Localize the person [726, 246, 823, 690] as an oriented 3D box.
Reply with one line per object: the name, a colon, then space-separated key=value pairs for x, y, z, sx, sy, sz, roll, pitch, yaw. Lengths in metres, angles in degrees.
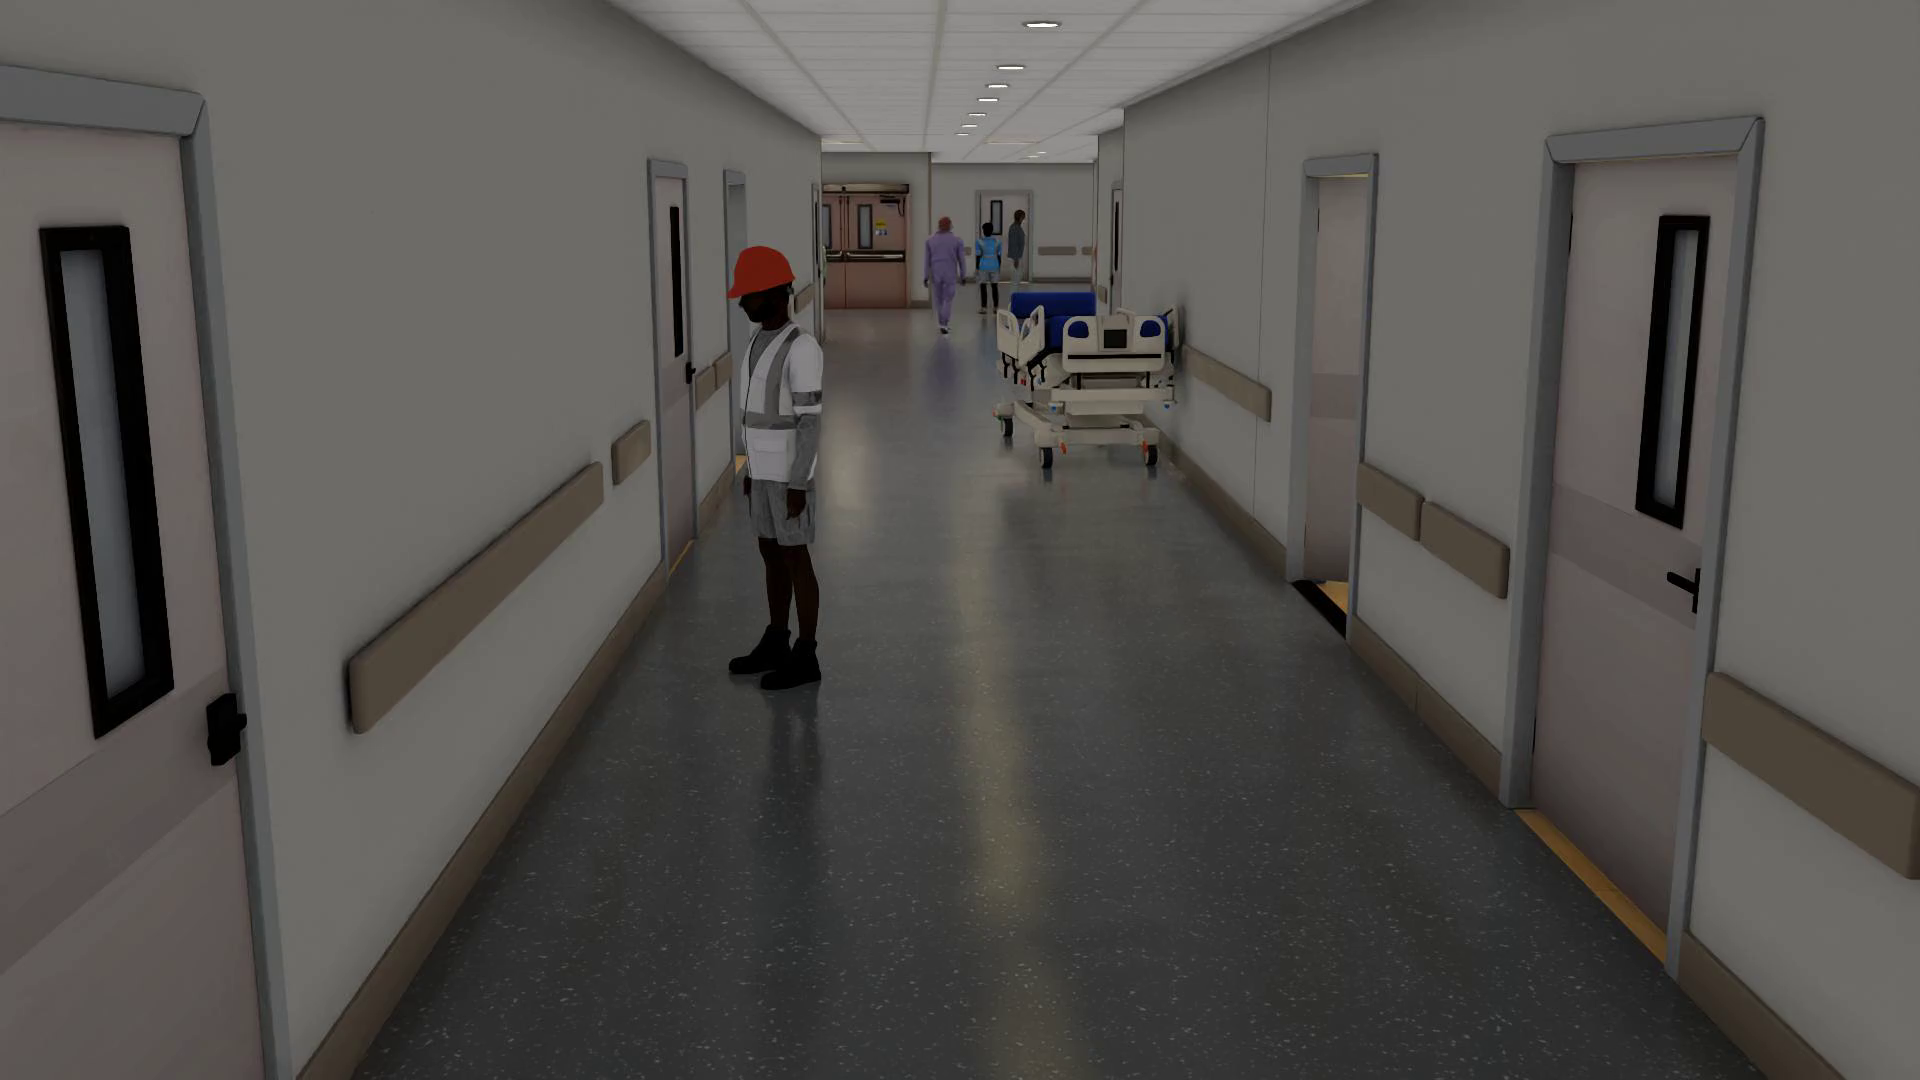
person: x=-0.818 y=-0.309 z=7.283 sx=0.374 sy=1.928 sz=0.542 roll=-7 pitch=14 yaw=-32

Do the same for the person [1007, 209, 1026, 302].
person: x=1.124 y=-5.514 z=32.653 sx=0.386 sy=1.928 sz=0.641 roll=2 pitch=12 yaw=9

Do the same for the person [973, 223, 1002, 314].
person: x=0.514 y=-5.055 z=30.997 sx=0.574 sy=1.695 sz=0.316 roll=-5 pitch=12 yaw=-21

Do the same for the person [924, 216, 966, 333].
person: x=-0.240 y=-4.264 z=26.746 sx=0.666 sy=1.860 sz=1.008 roll=3 pitch=12 yaw=14
